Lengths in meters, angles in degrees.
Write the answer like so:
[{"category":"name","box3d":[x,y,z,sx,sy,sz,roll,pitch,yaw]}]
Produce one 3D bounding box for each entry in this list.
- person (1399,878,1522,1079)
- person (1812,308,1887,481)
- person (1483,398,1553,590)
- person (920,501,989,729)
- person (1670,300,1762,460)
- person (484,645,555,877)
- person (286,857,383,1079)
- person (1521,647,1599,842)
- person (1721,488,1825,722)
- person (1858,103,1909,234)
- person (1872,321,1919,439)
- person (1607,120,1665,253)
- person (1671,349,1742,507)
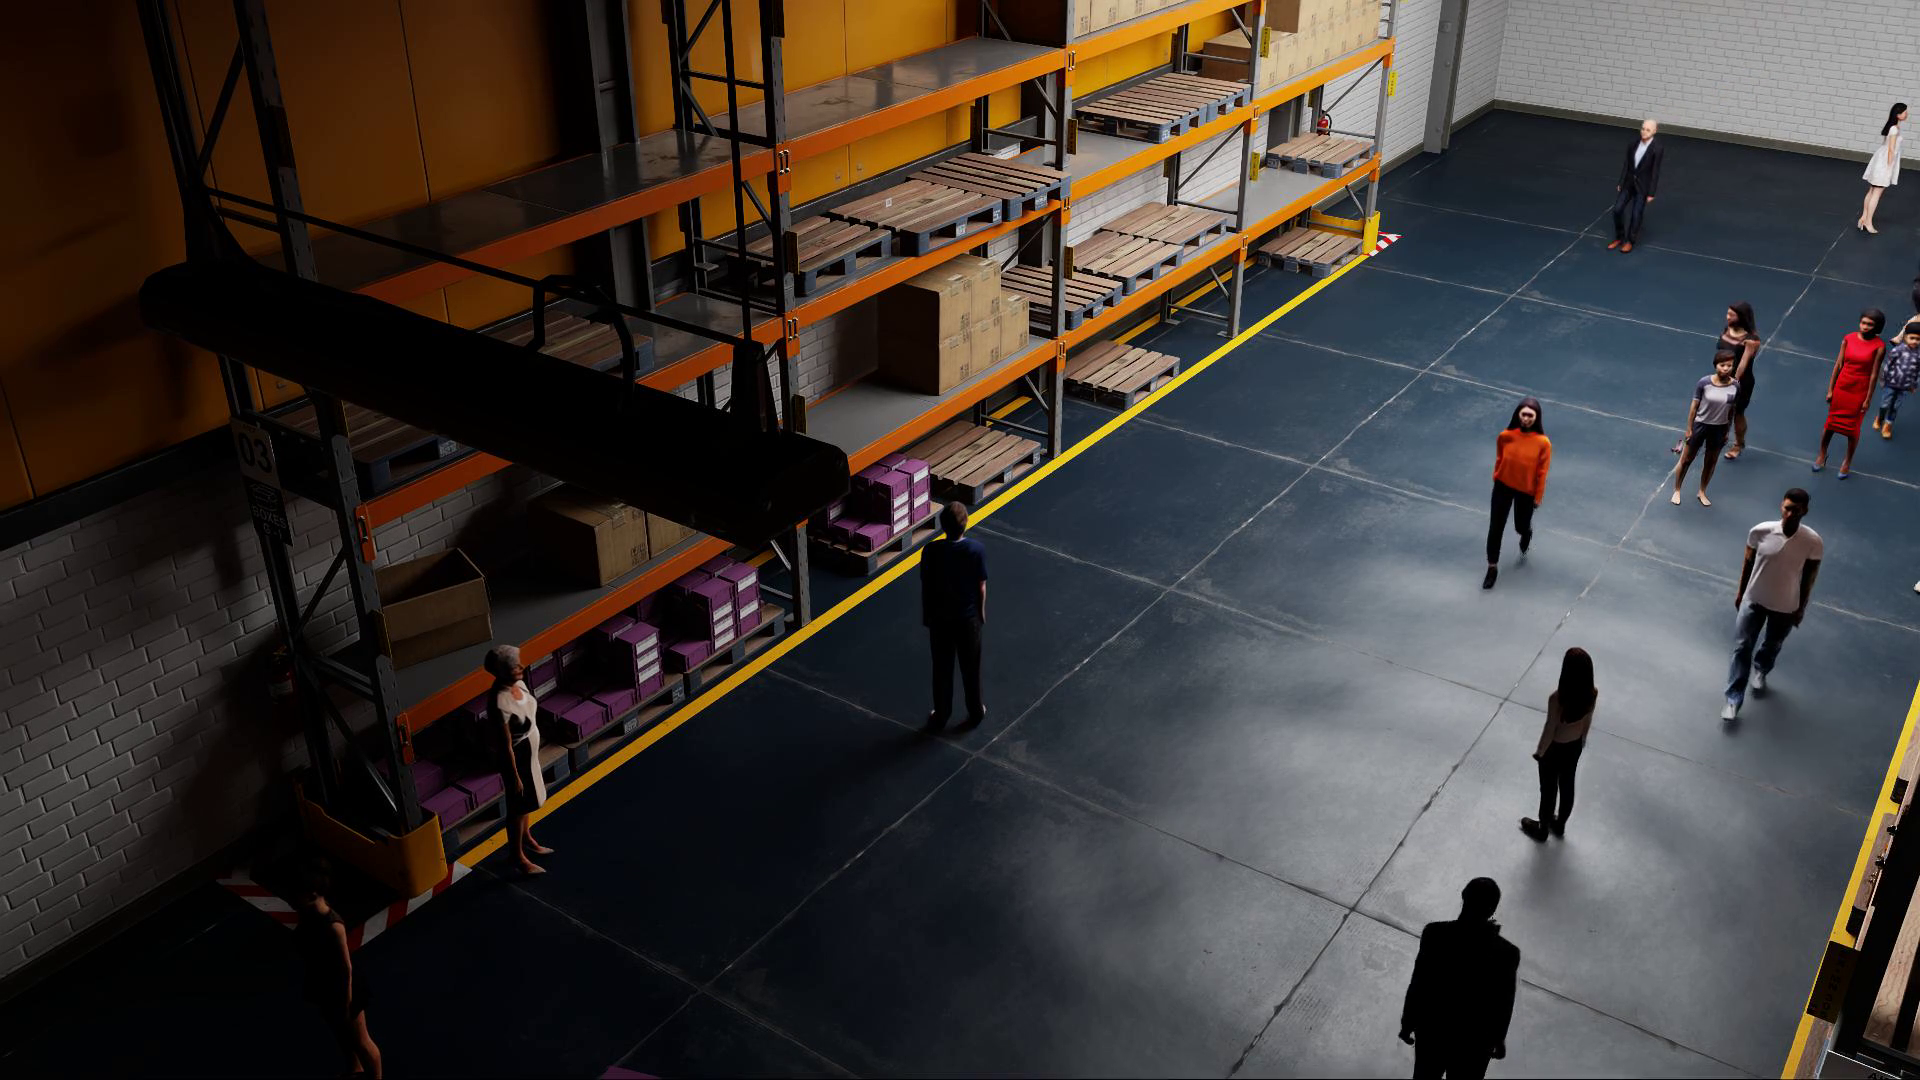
[{"category":"person","box3d":[2.572,2.595,8.673,0.741,1.884,1.045,14,32,24]},{"category":"person","box3d":[8.697,-1.433,16.208,0.575,1.739,0.601,-24,37,-37]},{"category":"person","box3d":[4.846,-0.447,14.410,0.628,1.729,1.030,18,33,29]},{"category":"person","box3d":[-0.035,0.560,12.417,0.733,1.871,0.763,-2,29,-4]},{"category":"person","box3d":[7.732,-1.545,16.477,1.085,1.678,0.994,-8,30,-14]},{"category":"person","box3d":[-2.929,1.440,10.930,0.740,1.751,0.659,-2,29,-3]},{"category":"person","box3d":[-3.446,2.448,9.160,0.607,1.675,0.591,24,37,37]},{"category":"person","box3d":[4.096,1.391,11.296,0.583,1.484,0.677,-10,30,-17]},{"category":"person","box3d":[6.216,0.436,12.697,0.723,1.819,1.160,17,33,28]},{"category":"person","box3d":[12.775,-5.151,22.987,0.784,1.774,0.670,9,30,16]},{"category":"person","box3d":[9.690,-1.671,17.161,0.560,1.244,0.612,11,31,19]},{"category":"person","box3d":[9.092,-4.744,22.227,0.733,1.788,0.798,-23,36,-36]},{"category":"person","box3d":[7.090,-1.080,15.742,0.645,1.565,0.655,5,29,9]}]
